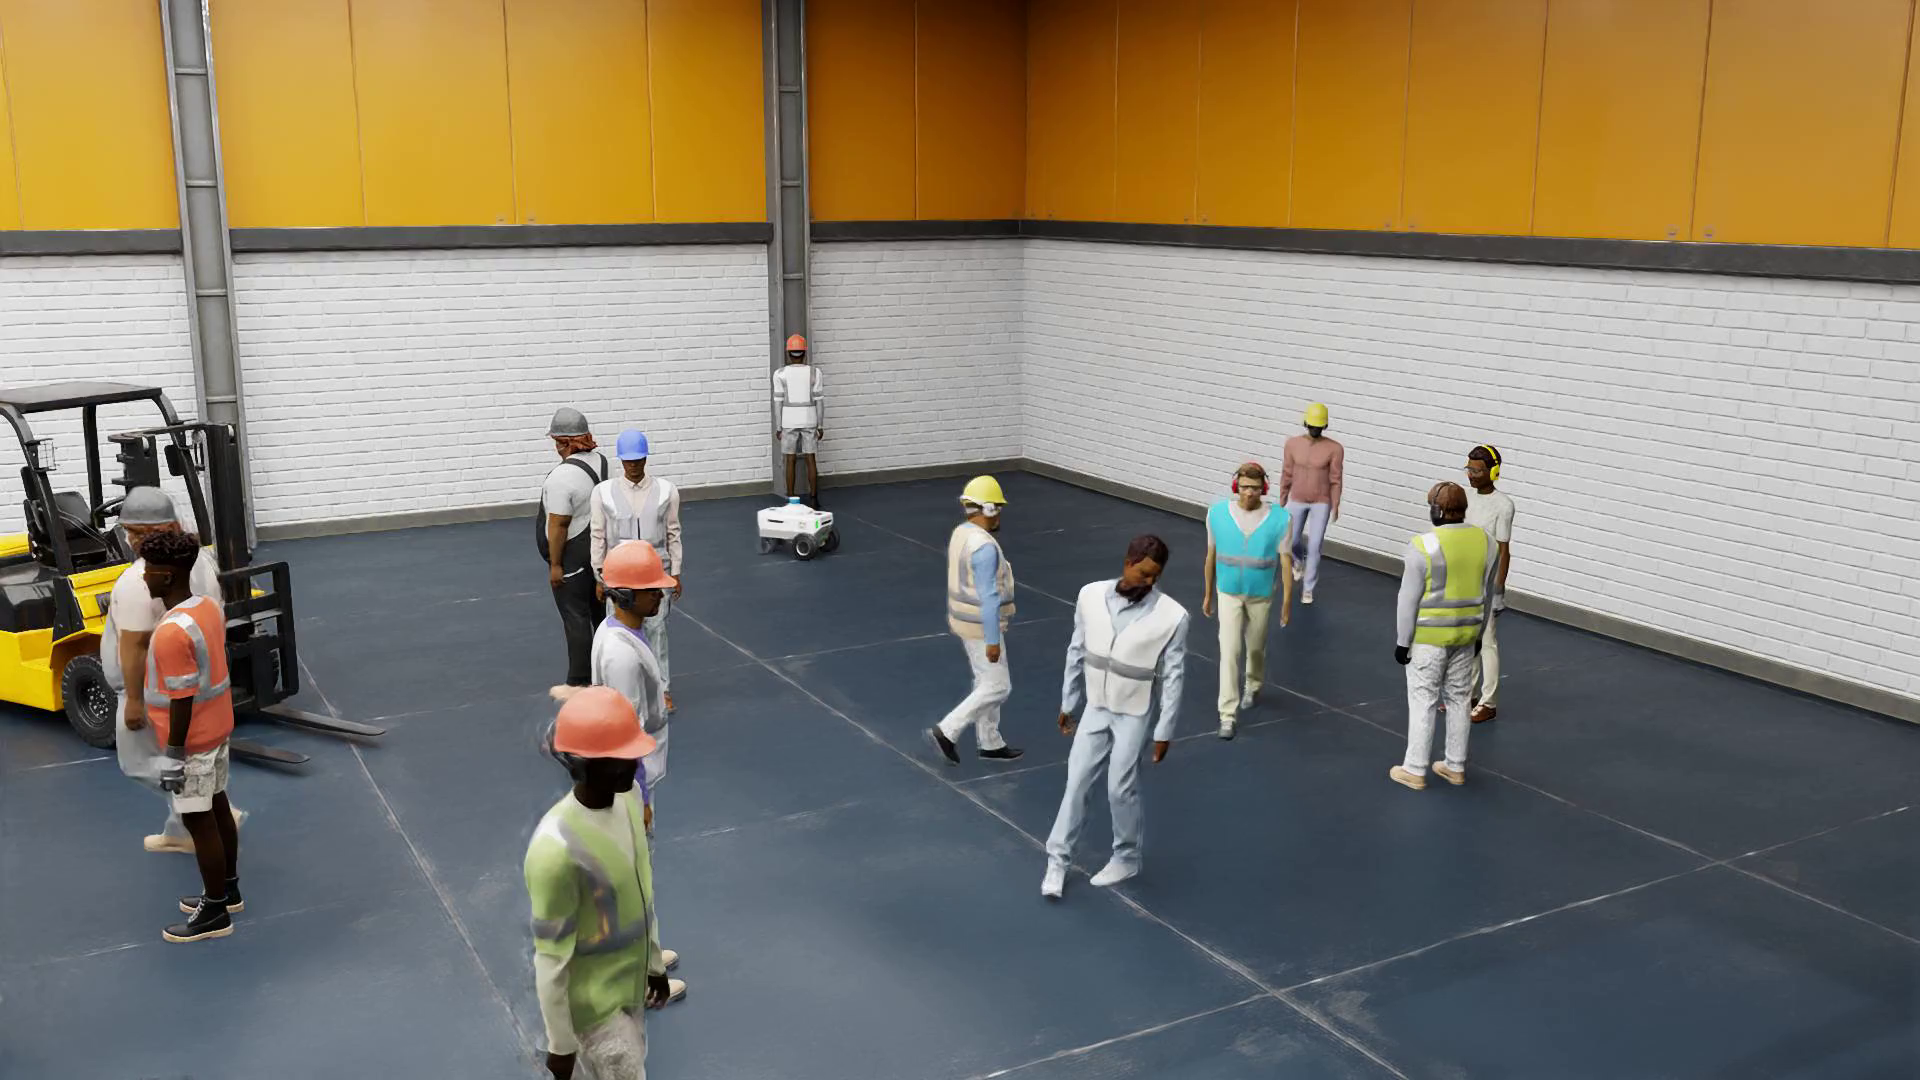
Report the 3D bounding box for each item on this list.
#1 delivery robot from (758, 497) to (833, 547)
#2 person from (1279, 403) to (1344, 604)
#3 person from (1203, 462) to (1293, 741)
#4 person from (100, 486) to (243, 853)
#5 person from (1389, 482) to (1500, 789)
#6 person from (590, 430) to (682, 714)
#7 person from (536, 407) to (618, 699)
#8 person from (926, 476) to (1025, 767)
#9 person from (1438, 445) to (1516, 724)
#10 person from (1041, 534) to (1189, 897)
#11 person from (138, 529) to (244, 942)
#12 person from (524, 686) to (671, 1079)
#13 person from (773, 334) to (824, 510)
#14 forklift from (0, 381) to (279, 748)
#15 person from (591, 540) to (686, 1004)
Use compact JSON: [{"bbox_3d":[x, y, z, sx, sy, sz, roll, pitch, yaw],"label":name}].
[{"bbox_3d":[-1.591,-0.170,16.045,0.707,0.478,0.477,6,13,25],"label":"delivery robot"},{"bbox_3d":[3.037,-0.346,14.297,0.550,1.733,0.684,6,13,24],"label":"person"},{"bbox_3d":[1.902,0.341,10.982,0.580,1.789,0.956,3,12,12],"label":"person"},{"bbox_3d":[-4.121,0.702,8.669,0.636,2.000,0.694,1,12,6],"label":"person"},{"bbox_3d":[2.843,0.566,9.812,0.634,1.833,0.429,-4,13,-20],"label":"person"},{"bbox_3d":[-2.158,0.223,11.135,0.607,1.948,0.390,-4,13,-17],"label":"person"},{"bbox_3d":[-2.691,0.073,11.618,0.535,2.000,0.681,5,13,22],"label":"person"},{"bbox_3d":[0.107,0.511,10.104,0.588,1.808,0.611,-3,12,-14],"label":"person"},{"bbox_3d":[3.441,0.289,11.047,0.333,1.860,0.510,-4,13,-18],"label":"person"},{"bbox_3d":[0.741,0.885,8.230,0.657,1.876,0.653,8,14,32],"label":"person"},{"bbox_3d":[-3.636,0.913,7.859,0.368,1.966,0.603,-2,12,-9],"label":"person"},{"bbox_3d":[-1.223,1.422,5.344,0.826,2.025,0.607,2,12,10],"label":"person"},{"bbox_3d":[-1.761,-1.280,18.203,0.544,1.938,0.355,-2,12,-8],"label":"person"},{"bbox_3d":[-5.853,0.085,11.199,2.313,2.155,1.214,7,14,28],"label":"forklift"},{"bbox_3d":[-1.400,1.000,7.268,0.385,2.041,0.615,-3,12,-14],"label":"person"}]
